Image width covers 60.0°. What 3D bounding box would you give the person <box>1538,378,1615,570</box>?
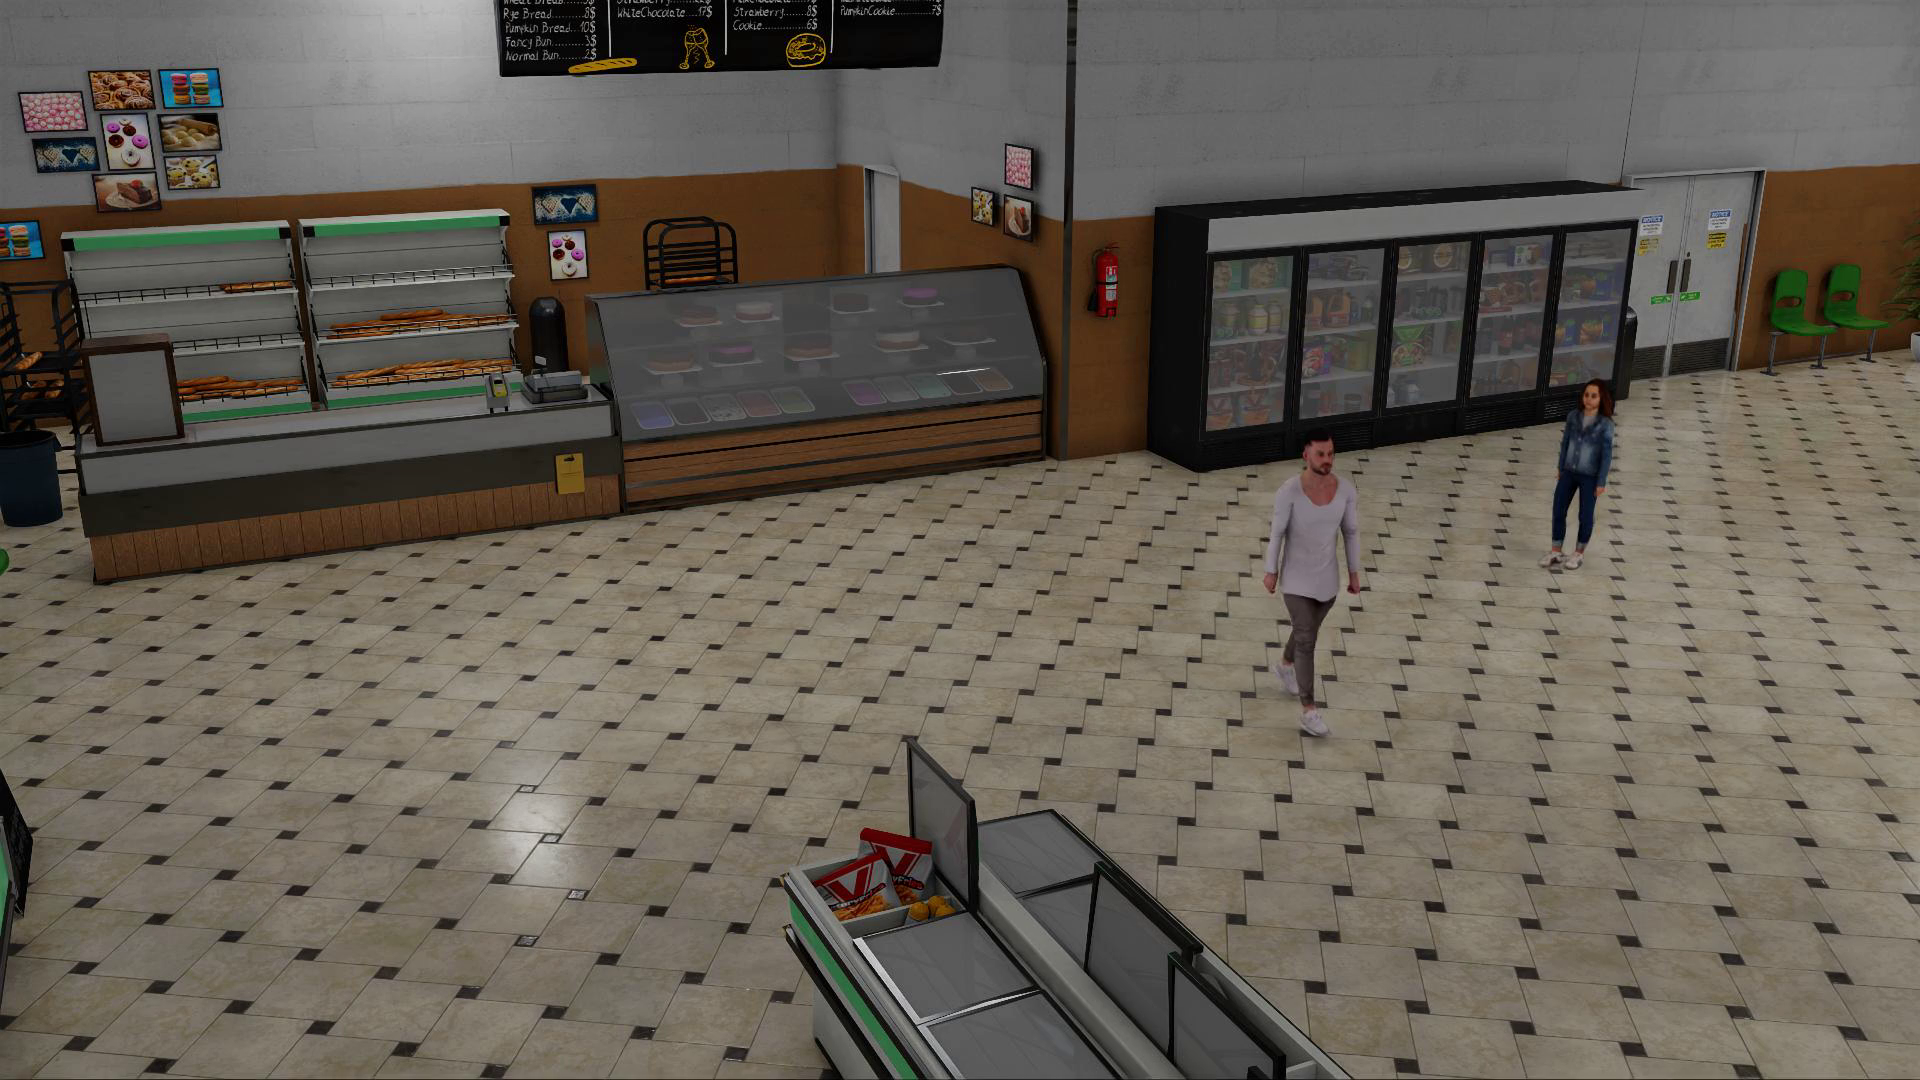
[{"bbox_3d":[4.746,-0.508,12.577,0.741,1.473,0.666,-15,24,-37],"label":"person"}]

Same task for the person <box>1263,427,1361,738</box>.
[{"bbox_3d":[2.068,0.194,9.976,0.824,1.805,1.189,-5,19,-15],"label":"person"}]
